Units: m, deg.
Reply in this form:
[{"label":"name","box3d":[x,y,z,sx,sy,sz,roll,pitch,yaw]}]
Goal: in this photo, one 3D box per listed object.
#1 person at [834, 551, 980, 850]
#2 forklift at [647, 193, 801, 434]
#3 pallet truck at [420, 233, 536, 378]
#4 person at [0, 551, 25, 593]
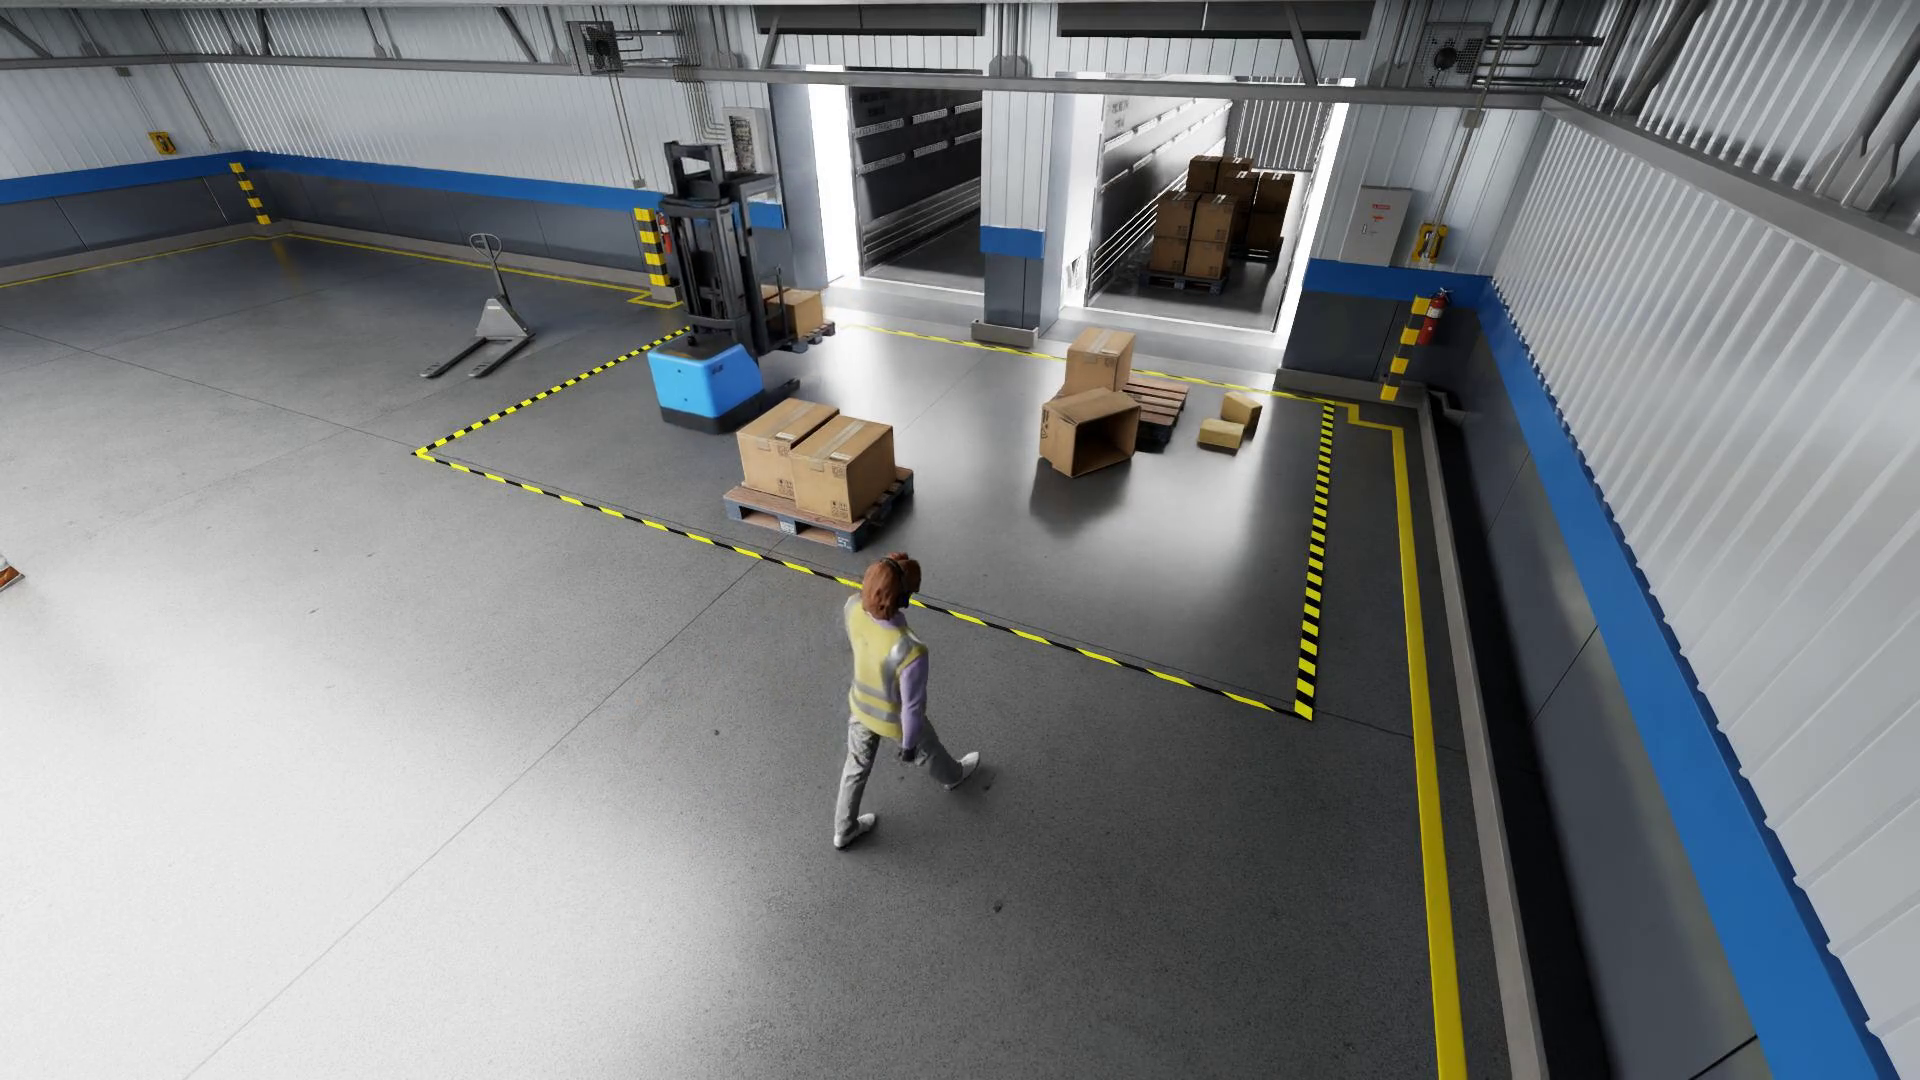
[{"label":"person","box3d":[-0.267,0.712,3.308,0.517,1.593,0.850,29,45,34]},{"label":"forklift","box3d":[-2.433,-2.097,6.872,0.716,2.013,0.776,15,38,20]},{"label":"pallet truck","box3d":[-5.664,-2.712,8.427,0.680,1.201,1.601,0,35,-1]},{"label":"person","box3d":[-6.911,-0.458,4.652,0.602,1.949,0.387,7,36,10]}]
